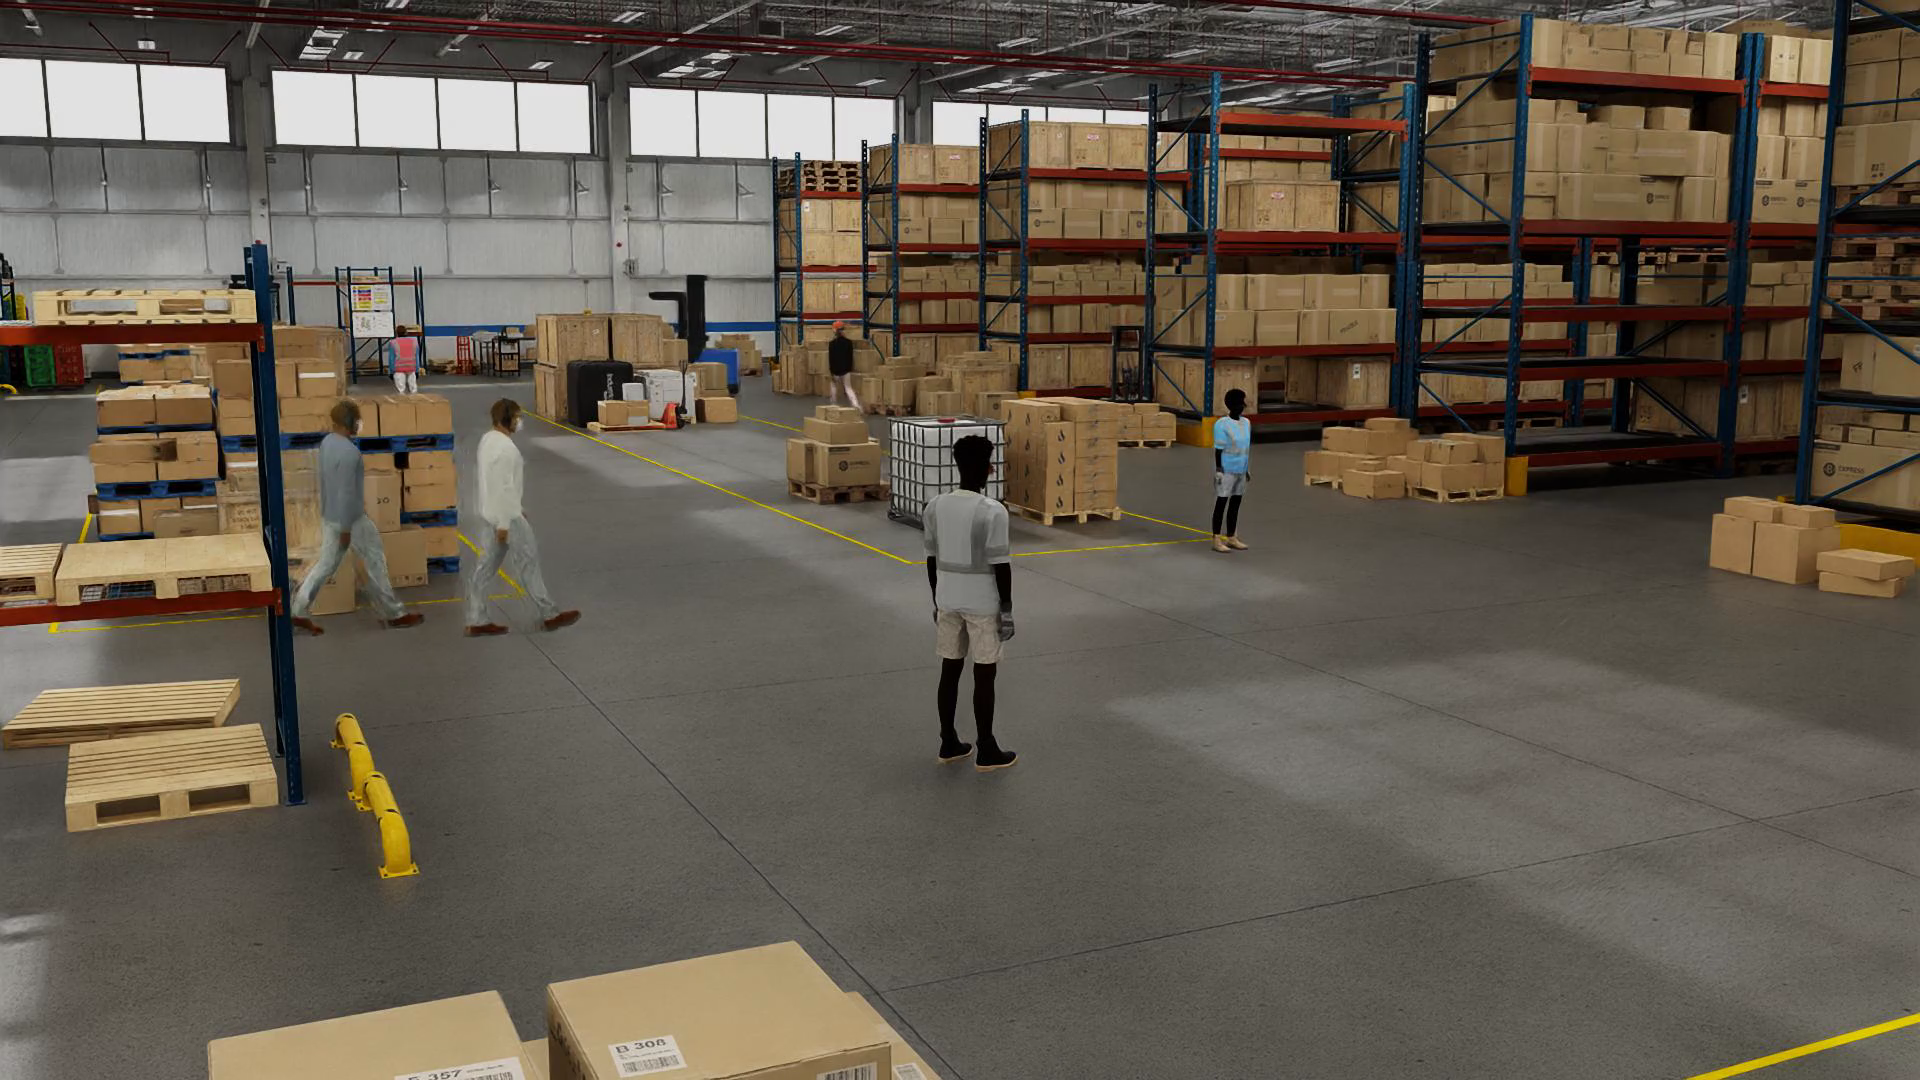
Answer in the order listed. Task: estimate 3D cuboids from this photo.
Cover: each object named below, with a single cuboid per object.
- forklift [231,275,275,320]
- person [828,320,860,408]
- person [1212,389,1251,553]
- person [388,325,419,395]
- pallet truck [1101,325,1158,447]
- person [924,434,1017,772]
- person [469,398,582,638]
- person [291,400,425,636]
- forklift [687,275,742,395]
[{"bbox_3d":[-16.670,-4.884,39.387,1.129,2.768,1.873,-4,10,-25],"label":"forklift"},{"bbox_3d":[-2.287,-3.320,32.549,0.619,1.963,0.915,-6,11,-34],"label":"person"},{"bbox_3d":[2.817,-0.718,17.201,0.540,1.695,0.317,-8,12,-41],"label":"person"},{"bbox_3d":[-11.066,-3.346,33.081,0.624,1.838,0.430,-8,12,-41],"label":"person"},{"bbox_3d":[2.881,-2.596,27.923,0.823,1.965,1.885,-1,9,-7],"label":"pallet truck"},{"bbox_3d":[0.068,0.362,9.669,0.607,1.966,0.367,7,12,38],"label":"person"},{"bbox_3d":[-3.527,-0.182,13.232,0.883,1.899,0.635,-6,11,-34],"label":"person"},{"bbox_3d":[-4.925,-0.176,13.285,1.032,1.891,0.627,-8,12,-40],"label":"person"},{"bbox_3d":[-6.101,-4.784,38.770,1.873,2.768,1.129,0,9,-2],"label":"forklift"}]
